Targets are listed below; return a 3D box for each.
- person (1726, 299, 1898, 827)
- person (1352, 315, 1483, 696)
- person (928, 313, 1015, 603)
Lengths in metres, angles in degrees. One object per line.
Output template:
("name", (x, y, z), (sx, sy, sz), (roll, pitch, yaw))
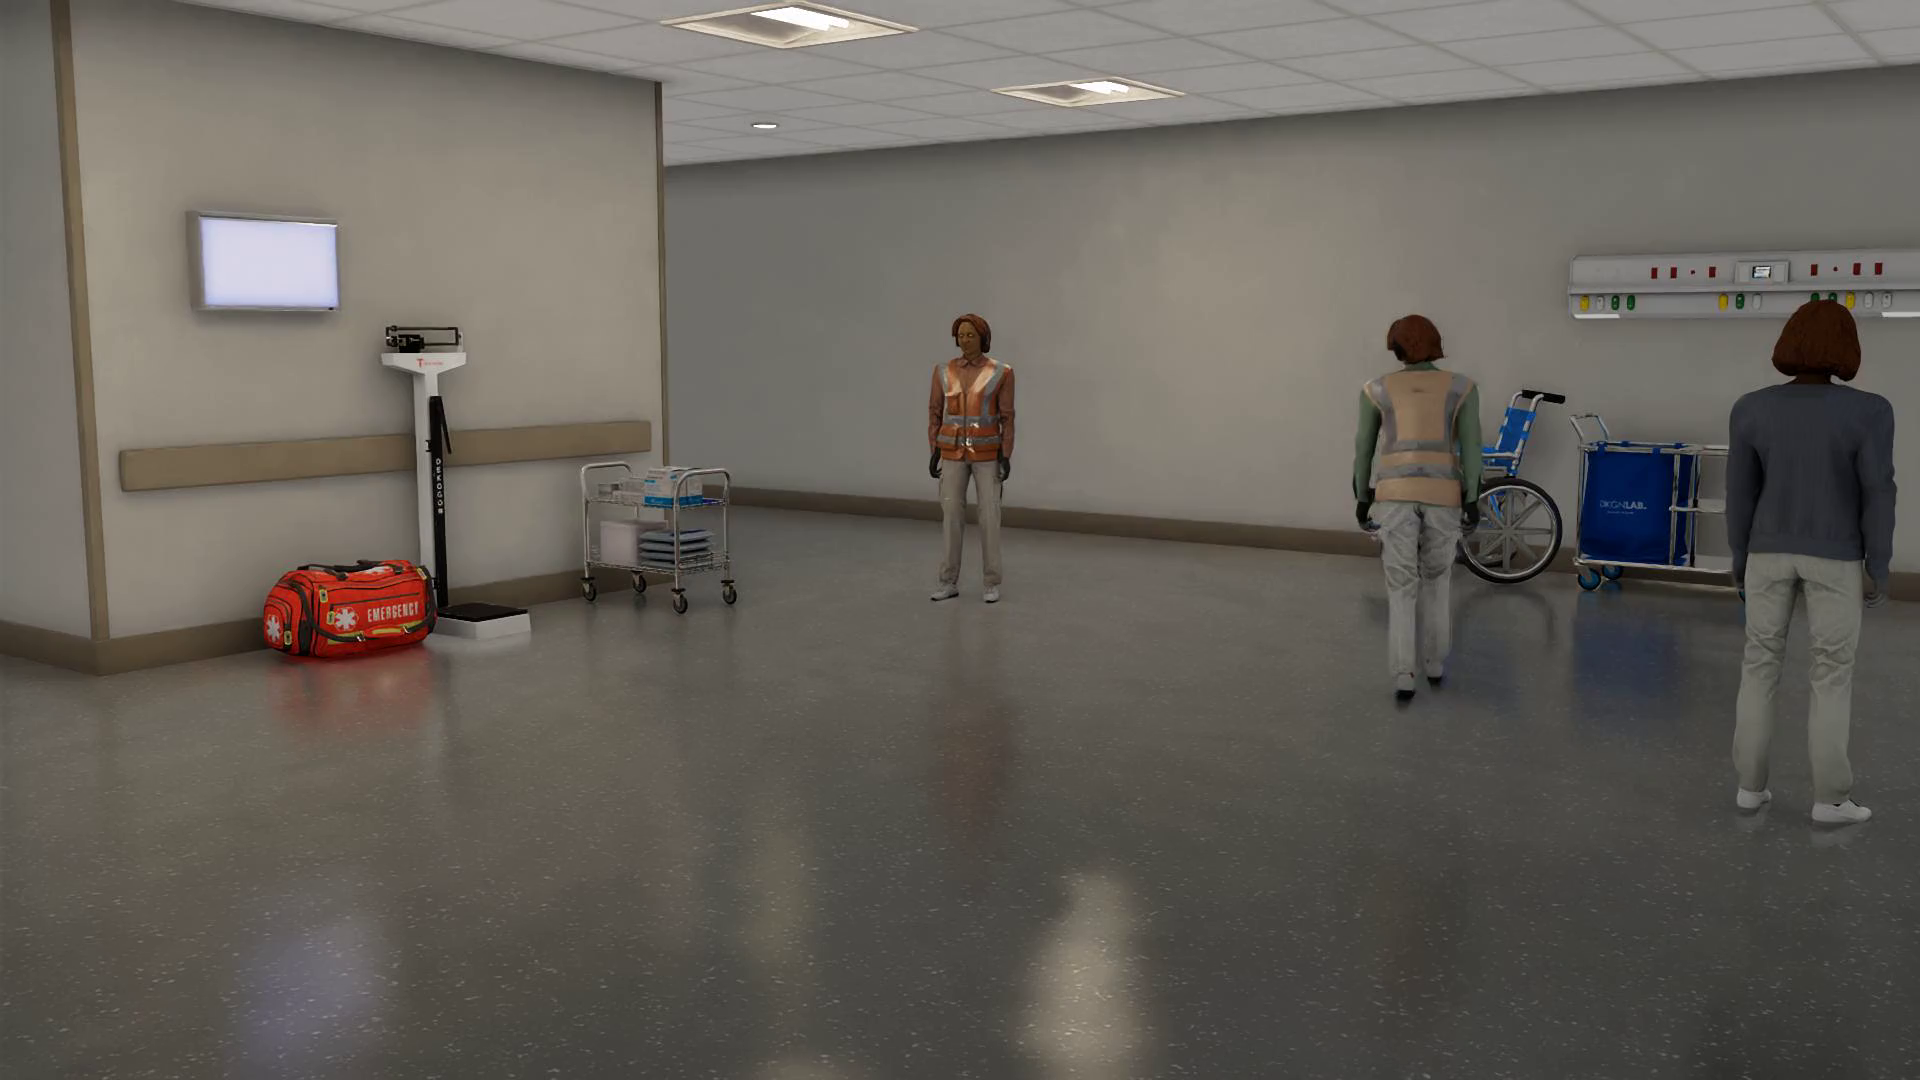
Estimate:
("person", (2.645, 0.072, 5.197), (0.285, 1.633, 0.497), (-7, 10, -43))
("person", (1.945, -0.151, 7.093), (0.533, 1.601, 0.720), (2, 7, 14))
("person", (0.063, -0.462, 9.469), (0.510, 1.640, 0.308), (2, 7, 16))
